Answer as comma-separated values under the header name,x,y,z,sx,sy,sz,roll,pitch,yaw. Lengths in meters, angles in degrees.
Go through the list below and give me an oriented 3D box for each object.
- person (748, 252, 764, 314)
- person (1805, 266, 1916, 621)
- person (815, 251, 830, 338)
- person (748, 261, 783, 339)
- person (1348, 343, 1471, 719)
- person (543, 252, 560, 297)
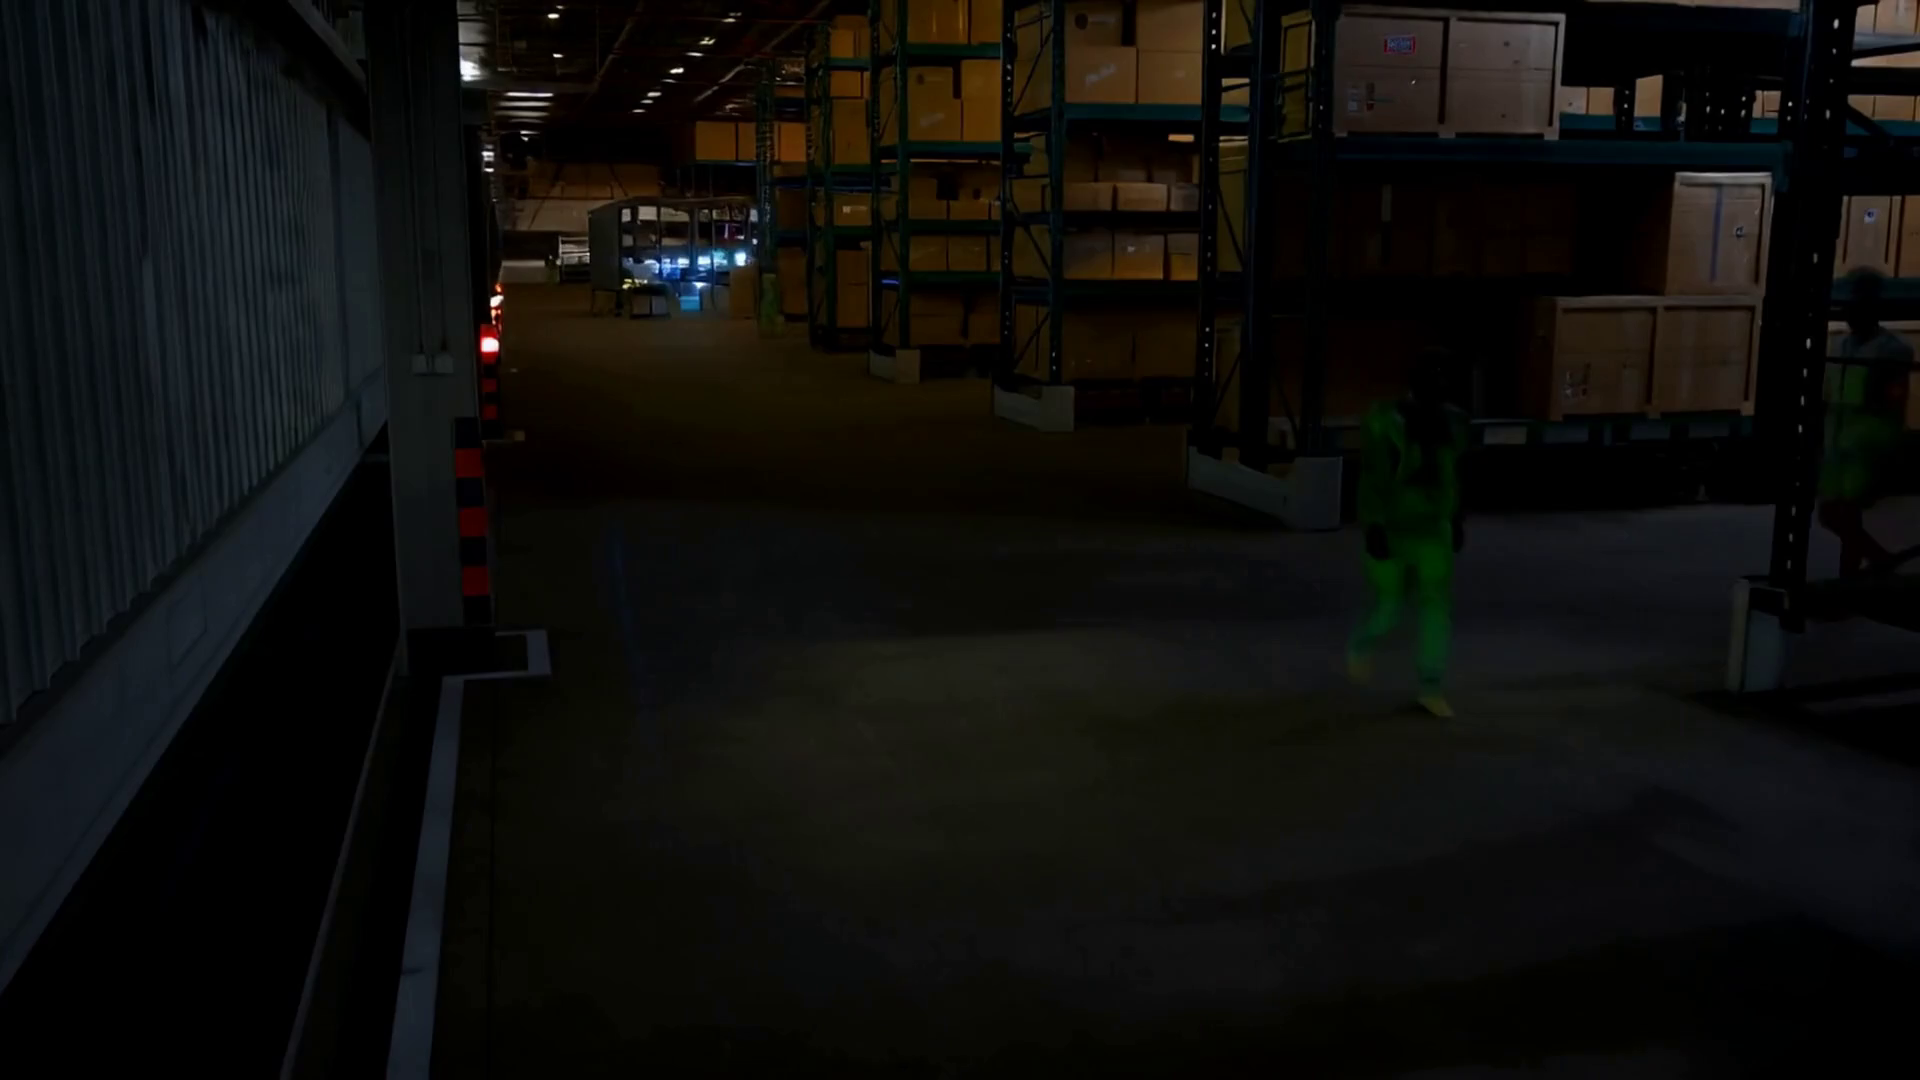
name,x,y,z,sx,sy,sz,roll,pitch,yaw
person,-4.904,-6.121,40.842,0.660,1.886,0.545,5,11,26
person,4.905,-0.515,9.001,0.645,1.923,0.559,-3,10,-16
person,-2.995,-5.411,36.729,0.466,1.918,0.563,-2,10,-10
person,-4.257,-5.277,36.586,0.812,1.702,0.496,4,11,20
person,1.979,-0.073,7.362,0.513,1.610,0.705,-1,10,-6
person,-16.276,-10.584,66.314,0.633,1.811,0.532,-5,11,-26
